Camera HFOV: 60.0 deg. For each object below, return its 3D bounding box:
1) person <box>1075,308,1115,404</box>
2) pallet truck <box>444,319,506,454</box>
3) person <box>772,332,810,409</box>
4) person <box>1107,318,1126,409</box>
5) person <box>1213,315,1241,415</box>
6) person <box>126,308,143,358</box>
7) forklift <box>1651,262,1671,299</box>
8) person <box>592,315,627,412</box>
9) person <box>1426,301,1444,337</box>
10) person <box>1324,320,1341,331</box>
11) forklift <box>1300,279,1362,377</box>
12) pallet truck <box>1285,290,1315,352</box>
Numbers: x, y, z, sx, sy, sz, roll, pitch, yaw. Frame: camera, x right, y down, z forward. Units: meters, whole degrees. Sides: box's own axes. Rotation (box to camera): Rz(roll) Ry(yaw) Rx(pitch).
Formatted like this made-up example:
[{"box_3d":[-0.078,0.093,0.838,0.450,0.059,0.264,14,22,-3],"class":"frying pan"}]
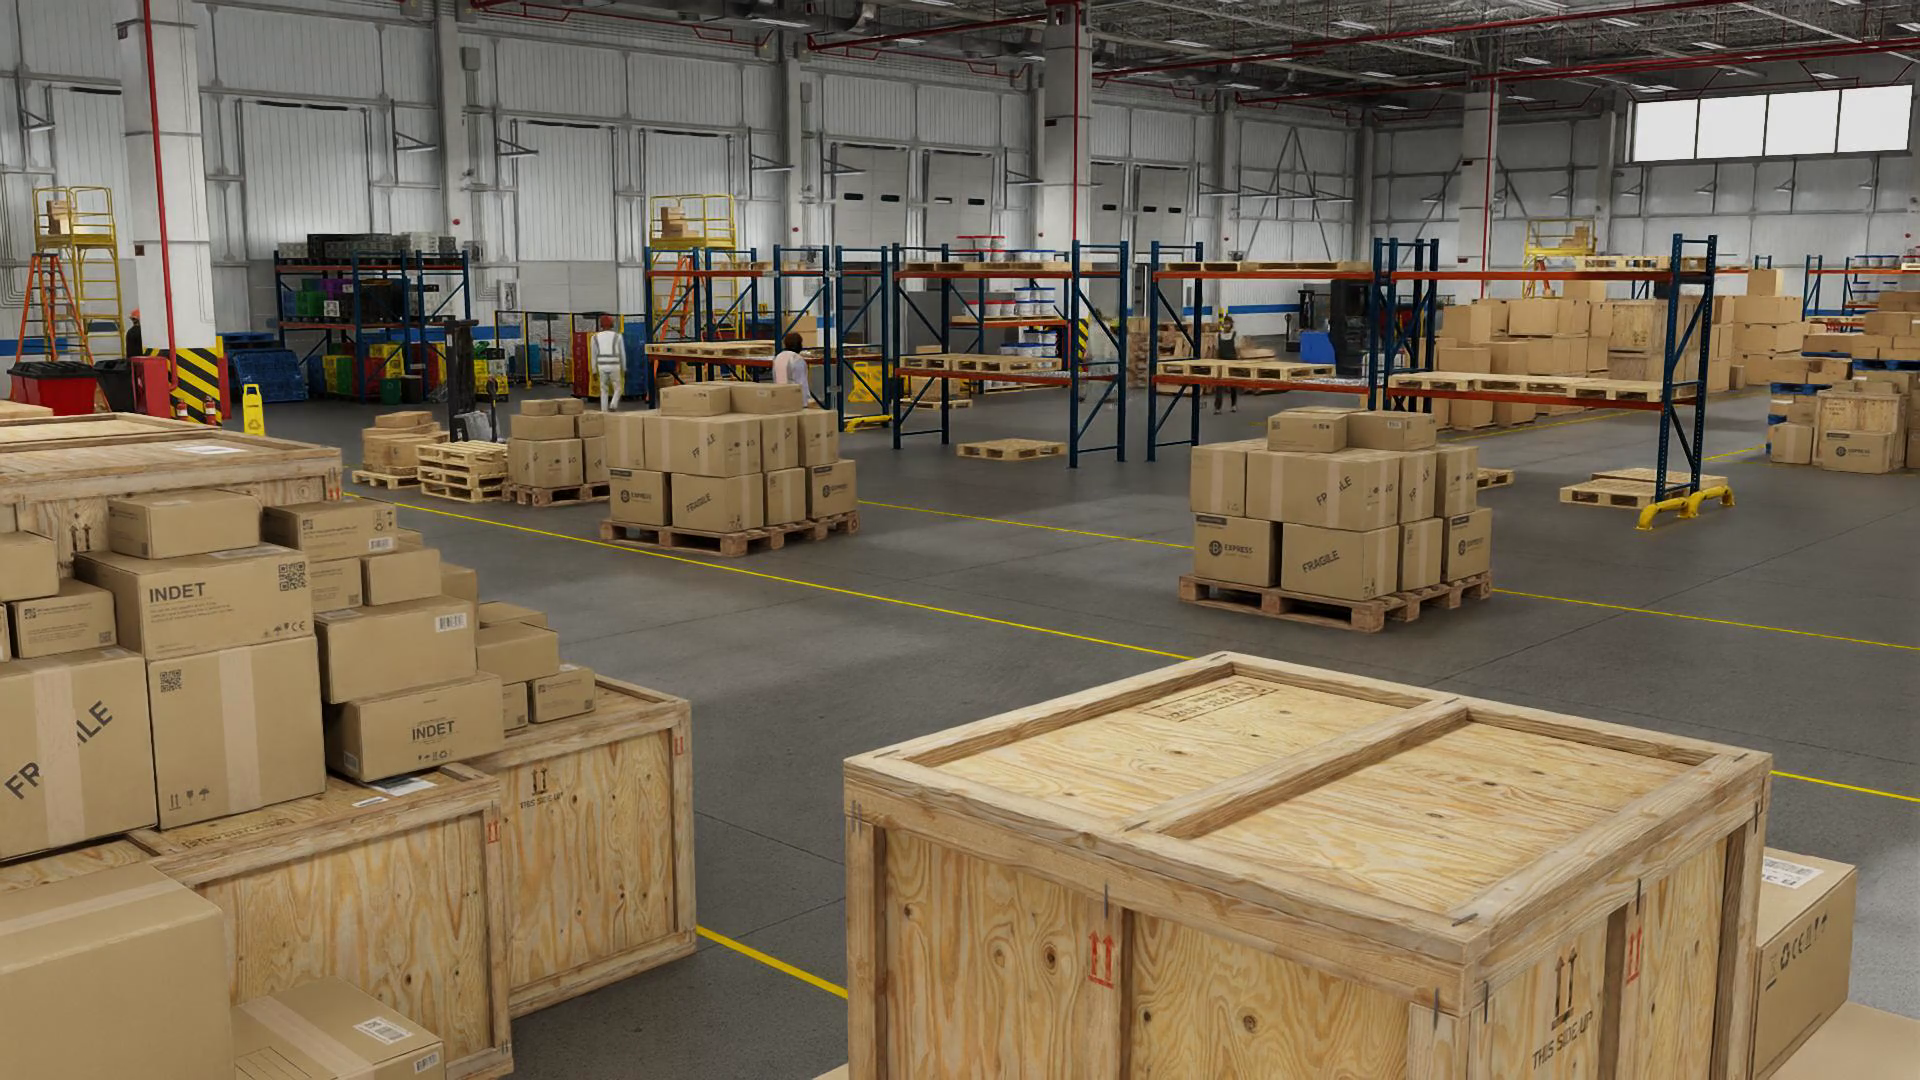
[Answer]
[{"box_3d":[2.634,-3.599,32.655,1.040,1.877,0.661,-3,10,-19],"class":"person"},{"box_3d":[-6.981,-1.942,22.150,1.885,1.965,0.823,1,9,9],"class":"pallet truck"},{"box_3d":[-2.147,-1.755,21.483,0.430,1.845,0.619,-7,12,-39],"class":"person"},{"box_3d":[2.917,-3.311,31.364,0.380,1.727,0.501,-3,10,-18],"class":"person"},{"box_3d":[4.910,-3.216,30.528,0.524,1.817,0.738,3,10,19],"class":"person"},{"box_3d":[-14.127,-2.992,28.673,0.628,1.981,0.437,8,12,41],"class":"person"},{"box_3d":[19.014,-6.150,45.251,1.873,2.768,1.129,3,10,15],"class":"forklift"},{"box_3d":[-6.074,-2.945,28.695,0.585,1.867,0.530,1,9,6],"class":"person"},{"box_3d":[11.727,-4.902,40.675,0.645,1.882,1.046,4,10,23],"class":"person"},{"box_3d":[9.808,-5.248,43.709,0.513,1.567,0.901,7,11,36],"class":"person"},{"box_3d":[9.457,-5.468,41.070,1.873,2.768,1.129,9,13,43],"class":"forklift"},{"box_3d":[11.297,-6.951,52.861,1.885,1.965,0.823,-5,11,-29],"class":"pallet truck"}]
